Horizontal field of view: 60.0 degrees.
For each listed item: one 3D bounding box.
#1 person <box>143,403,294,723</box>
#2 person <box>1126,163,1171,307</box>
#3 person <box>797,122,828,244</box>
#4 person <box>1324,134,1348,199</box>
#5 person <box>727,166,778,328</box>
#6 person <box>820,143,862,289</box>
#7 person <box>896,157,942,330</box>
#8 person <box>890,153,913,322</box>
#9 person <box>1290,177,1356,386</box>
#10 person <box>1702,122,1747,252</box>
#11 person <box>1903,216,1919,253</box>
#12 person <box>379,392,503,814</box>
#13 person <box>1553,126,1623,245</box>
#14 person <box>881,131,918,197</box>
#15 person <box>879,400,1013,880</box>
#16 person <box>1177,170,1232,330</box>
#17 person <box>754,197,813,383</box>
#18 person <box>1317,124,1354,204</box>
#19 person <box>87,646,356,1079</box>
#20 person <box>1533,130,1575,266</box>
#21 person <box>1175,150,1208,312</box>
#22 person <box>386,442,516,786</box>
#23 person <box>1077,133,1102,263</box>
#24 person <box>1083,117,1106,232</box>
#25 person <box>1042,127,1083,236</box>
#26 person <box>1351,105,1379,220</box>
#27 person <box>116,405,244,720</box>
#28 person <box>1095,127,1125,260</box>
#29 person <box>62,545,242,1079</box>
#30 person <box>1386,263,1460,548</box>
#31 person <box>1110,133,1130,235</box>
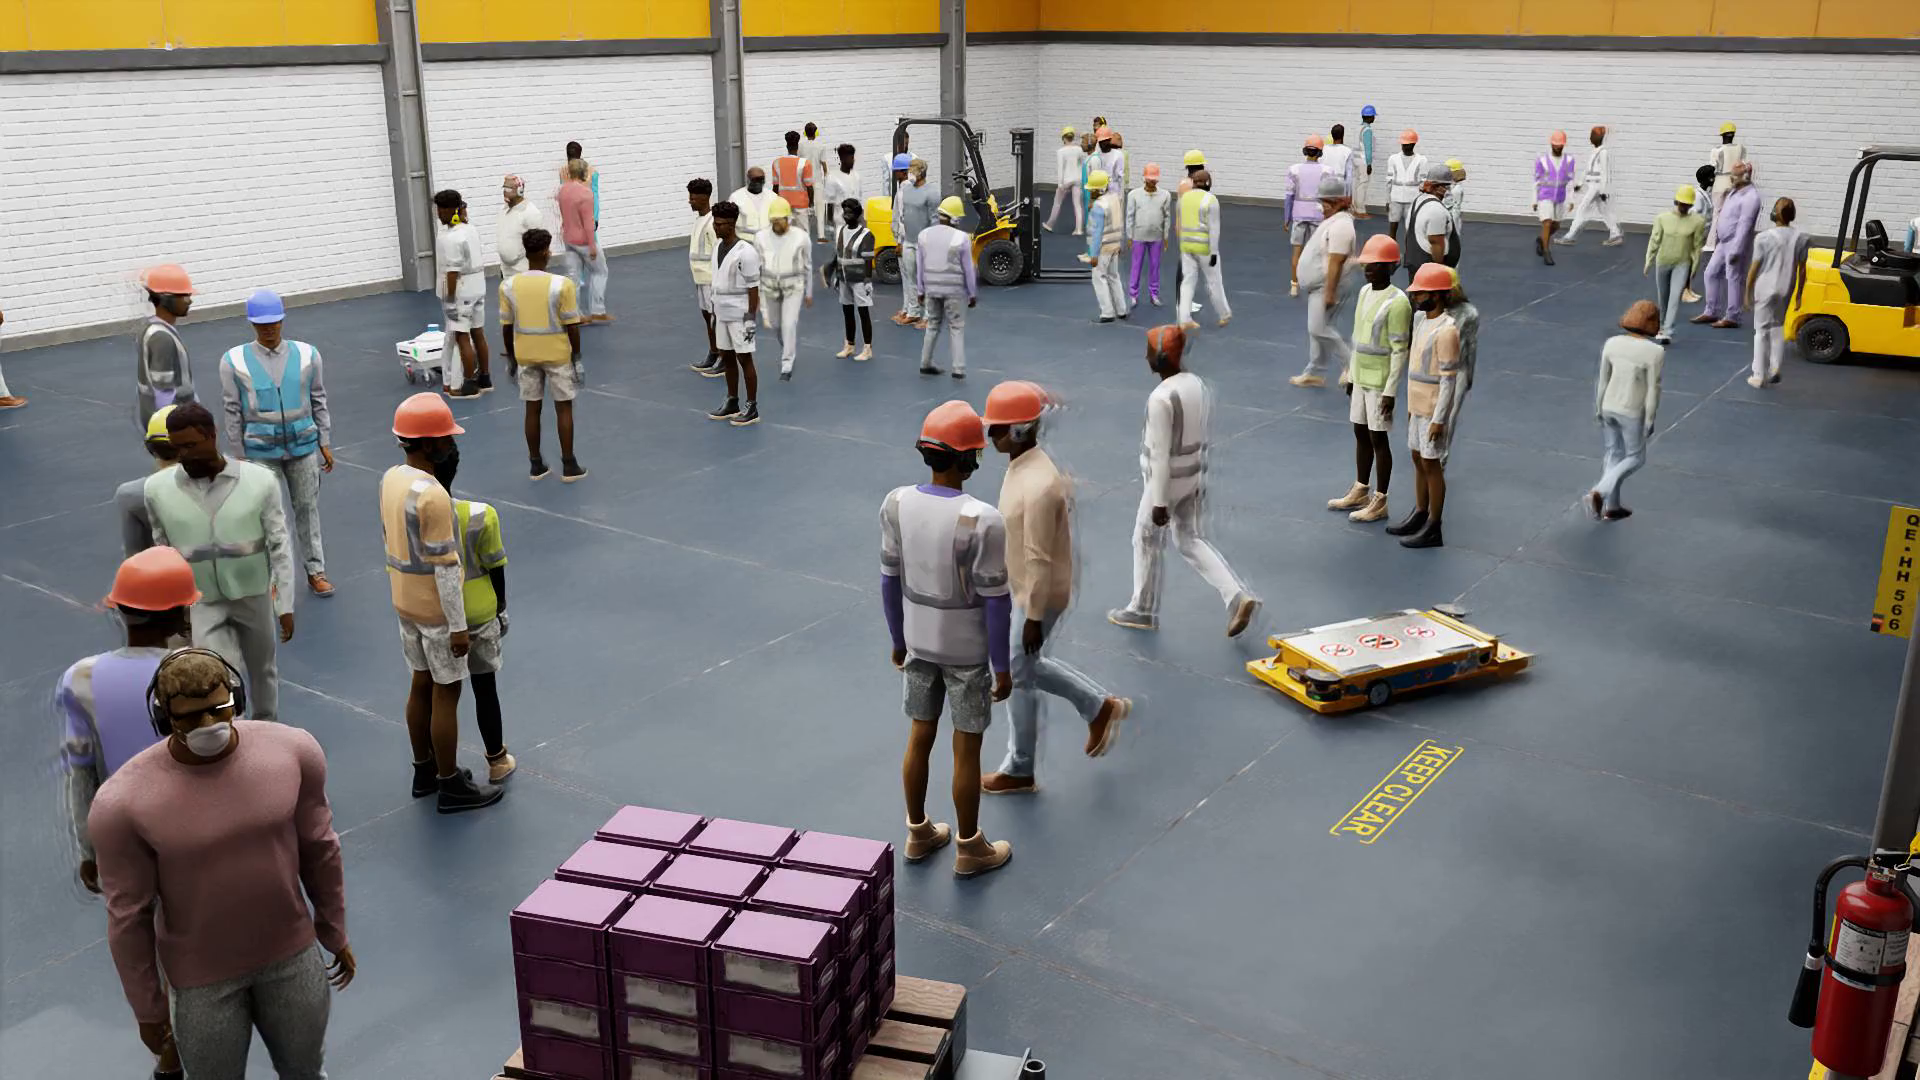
[{"bbox_3d":[-3.337,0.309,7.571,0.590,1.860,0.977,-7,19,-20],"label":"person"},{"bbox_3d":[2.311,-3.743,20.431,0.563,1.750,0.330,-2,18,-6],"label":"person"},{"bbox_3d":[-2.309,-5.566,25.951,0.538,1.866,0.312,2,18,7],"label":"person"},{"bbox_3d":[5.674,-5.228,25.103,0.536,1.742,0.620,-10,20,-28],"label":"person"},{"bbox_3d":[-2.342,-3.371,19.145,0.642,1.825,0.483,-7,19,-21],"label":"person"},{"bbox_3d":[-1.513,-4.082,21.200,0.777,1.946,0.610,13,22,36],"label":"person"},{"bbox_3d":[-0.471,-3.385,19.011,0.372,1.940,0.632,-15,23,-39],"label":"person"},{"bbox_3d":[-0.620,-3.526,19.436,0.384,1.948,0.605,3,18,10],"label":"person"},{"bbox_3d":[3.526,-2.453,15.928,0.615,2.000,0.700,1,18,4],"label":"person"},{"bbox_3d":[11.474,-5.300,25.034,0.585,1.917,0.382,-3,18,-10],"label":"person"},{"bbox_3d":[10.546,-2.956,18.155,0.315,1.637,0.514,-14,22,-36],"label":"person"},{"bbox_3d":[-2.364,0.284,7.535,0.373,1.934,0.551,-15,23,-39],"label":"person"},{"bbox_3d":[9.843,-5.461,25.696,1.028,1.835,0.583,4,18,12],"label":"person"},{"bbox_3d":[-0.834,-4.810,23.503,0.593,1.918,0.391,-12,21,-32],"label":"person"},{"bbox_3d":[-0.033,0.424,6.930,0.615,2.041,0.379,12,21,33],"label":"person"},{"bbox_3d":[2.799,-3.324,19.062,0.841,1.789,0.653,-16,24,-40],"label":"person"},{"bbox_3d":[-1.749,-2.515,16.524,0.594,1.804,0.810,2,18,8],"label":"person"},{"bbox_3d":[5.534,-5.170,24.622,0.590,1.922,0.391,13,22,36],"label":"person"},{"bbox_3d":[-2.040,1.195,4.708,0.630,1.934,0.368,-14,23,-38],"label":"person"},{"bbox_3d":[8.508,-4.950,23.955,0.563,1.911,0.804,0,18,1],"label":"person"},{"bbox_3d":[2.786,-3.738,20.126,0.354,1.930,0.590,5,18,14],"label":"person"},{"bbox_3d":[-2.353,0.348,7.721,0.535,1.700,0.318,-3,18,-9],"label":"person"},{"bbox_3d":[1.884,-4.933,24.001,0.327,1.843,0.516,0,18,-2],"label":"person"},{"bbox_3d":[2.271,-5.960,27.174,0.314,1.869,0.537,-14,22,-37],"label":"person"},{"bbox_3d":[1.710,-5.817,26.995,0.513,1.712,0.889,-10,21,-30],"label":"person"},{"bbox_3d":[7.033,-6.570,28.956,0.388,1.948,0.605,-2,18,-6],"label":"person"},{"bbox_3d":[-3.714,0.226,8.028,0.531,1.759,0.360,-6,19,-19],"label":"person"},{"bbox_3d":[2.114,-5.024,24.187,0.548,1.918,0.463,8,20,24],"label":"person"},{"bbox_3d":[-2.643,0.933,5.610,0.565,1.869,1.037,-1,18,-2],"label":"person"},{"bbox_3d":[3.142,-0.904,11.250,0.373,1.934,0.551,-1,18,-2],"label":"person"},{"bbox_3d":[2.496,-5.747,26.890,0.497,1.633,0.279,7,19,21],"label":"person"}]
